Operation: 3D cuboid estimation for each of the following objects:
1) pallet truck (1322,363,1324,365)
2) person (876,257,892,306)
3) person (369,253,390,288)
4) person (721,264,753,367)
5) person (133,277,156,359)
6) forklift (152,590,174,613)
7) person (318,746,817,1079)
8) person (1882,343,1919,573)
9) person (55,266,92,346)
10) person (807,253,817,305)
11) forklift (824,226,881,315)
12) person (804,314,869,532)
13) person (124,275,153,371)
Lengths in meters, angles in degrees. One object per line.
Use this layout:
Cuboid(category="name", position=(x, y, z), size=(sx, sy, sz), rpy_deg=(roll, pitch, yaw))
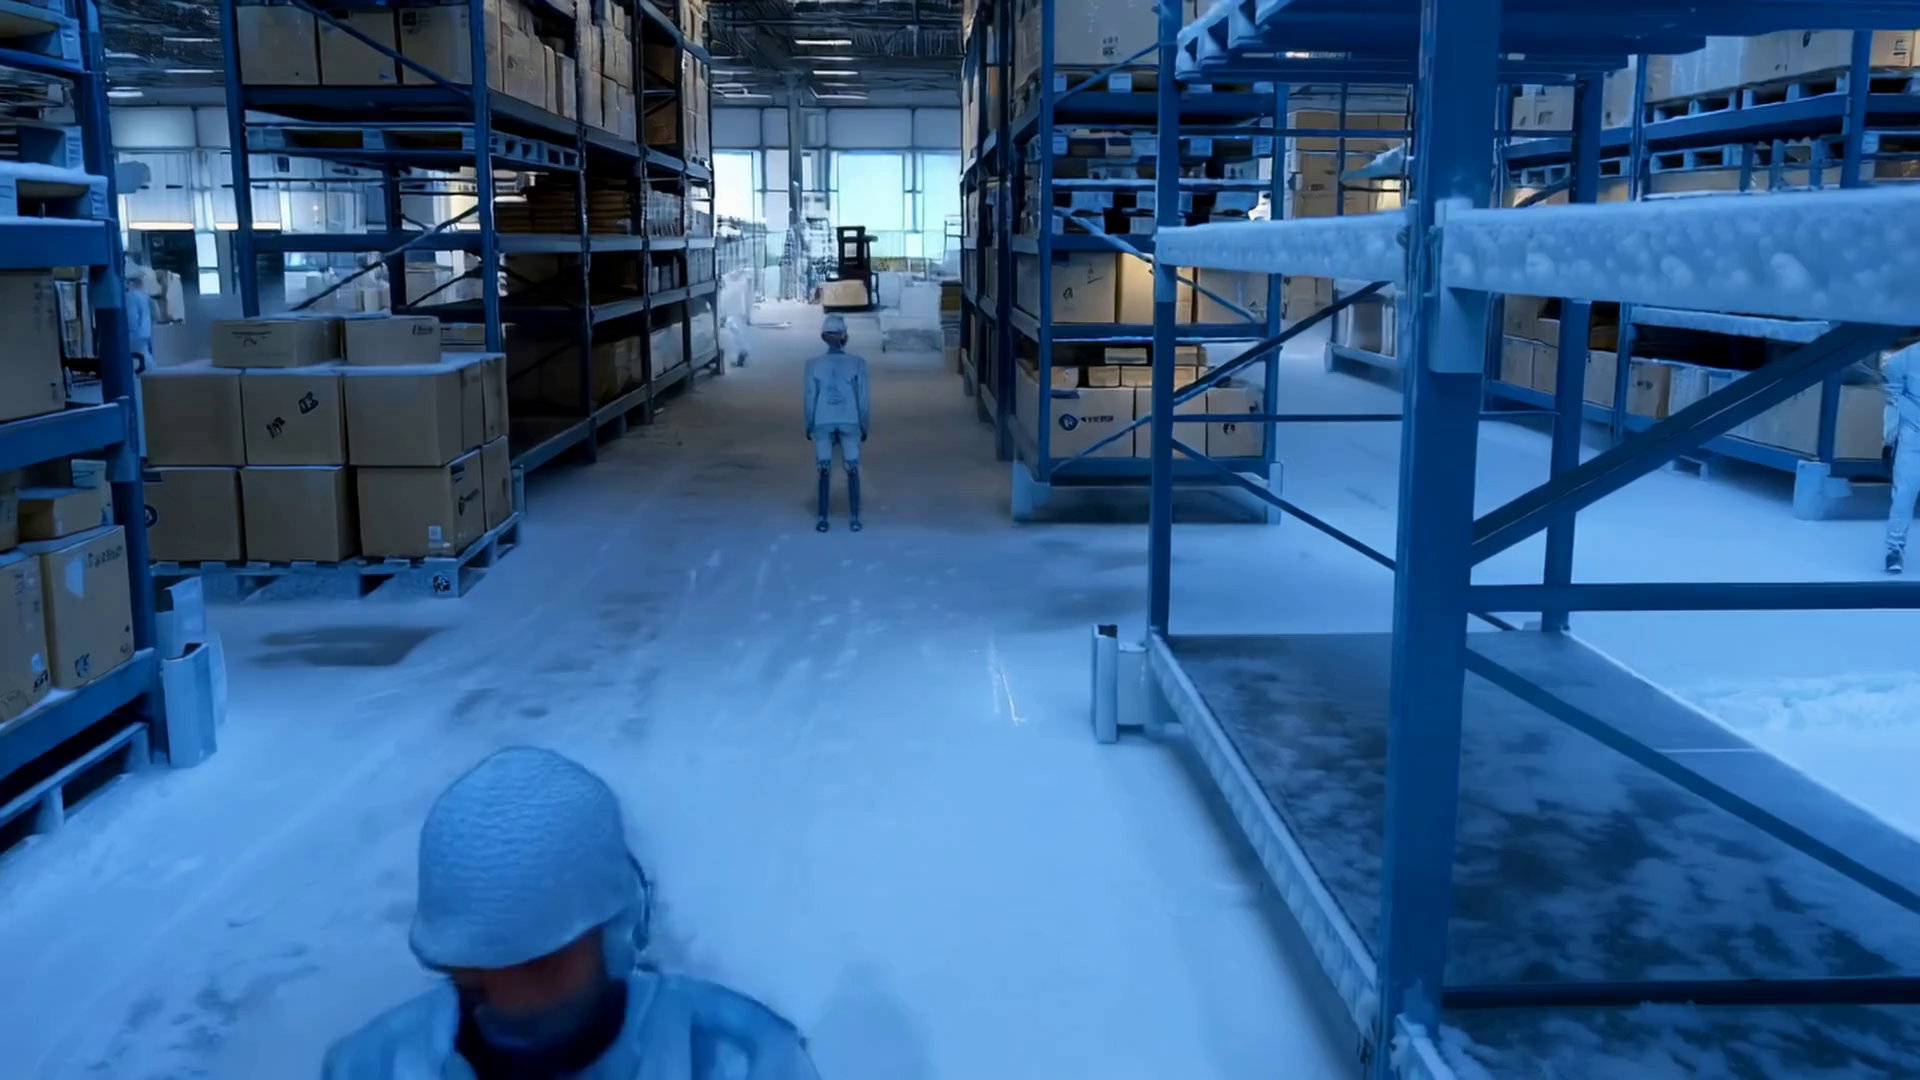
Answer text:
Cuboid(category="pallet truck", position=(7.712, -4.157, 30.737), size=(1.885, 1.965, 0.823), rpy_deg=(3, 11, 16))
Cuboid(category="person", position=(-2.501, -8.632, 56.174), size=(0.631, 1.816, 0.649), rpy_deg=(10, 14, 43))
Cuboid(category="person", position=(-15.984, -6.904, 45.919), size=(0.537, 2.000, 0.679), rpy_deg=(-1, 10, -5))
Cuboid(category="person", position=(-4.133, -4.186, 31.112), size=(0.644, 1.922, 0.612), rpy_deg=(-8, 13, -38))
Cuboid(category="person", position=(-16.171, -4.360, 32.830), size=(0.545, 1.636, 0.891), rpy_deg=(-5, 12, -28))
Cuboid(category="forklift", position=(-5.858, -0.811, 9.639), size=(1.873, 2.768, 1.129), rpy_deg=(-1, 10, -3))
Cuboid(category="person", position=(-0.442, 1.106, 1.899), size=(0.619, 1.820, 0.414), rpy_deg=(0, 10, 0))
Cuboid(category="person", position=(6.879, -0.697, 11.744), size=(0.651, 1.898, 0.395), rpy_deg=(4, 11, 22))
Cuboid(category="person", position=(-20.023, -5.250, 37.165), size=(1.043, 1.880, 0.650), rpy_deg=(0, 10, -2))
Cuboid(category="person", position=(-5.464, -9.624, 61.387), size=(0.361, 1.932, 0.630), rpy_deg=(-2, 10, -13))
Cuboid(category="forklift", position=(-3.478, -8.624, 53.166), size=(1.129, 2.768, 1.873), rpy_deg=(5, 11, 25))
Cuboid(category="person", position=(-0.999, -0.938, 13.451), size=(0.525, 1.769, 0.315), rpy_deg=(-1, 10, -5))
Cuboid(category="person", position=(-12.489, -3.069, 25.083), size=(0.643, 1.863, 1.014), rpy_deg=(-1, 10, -5))
